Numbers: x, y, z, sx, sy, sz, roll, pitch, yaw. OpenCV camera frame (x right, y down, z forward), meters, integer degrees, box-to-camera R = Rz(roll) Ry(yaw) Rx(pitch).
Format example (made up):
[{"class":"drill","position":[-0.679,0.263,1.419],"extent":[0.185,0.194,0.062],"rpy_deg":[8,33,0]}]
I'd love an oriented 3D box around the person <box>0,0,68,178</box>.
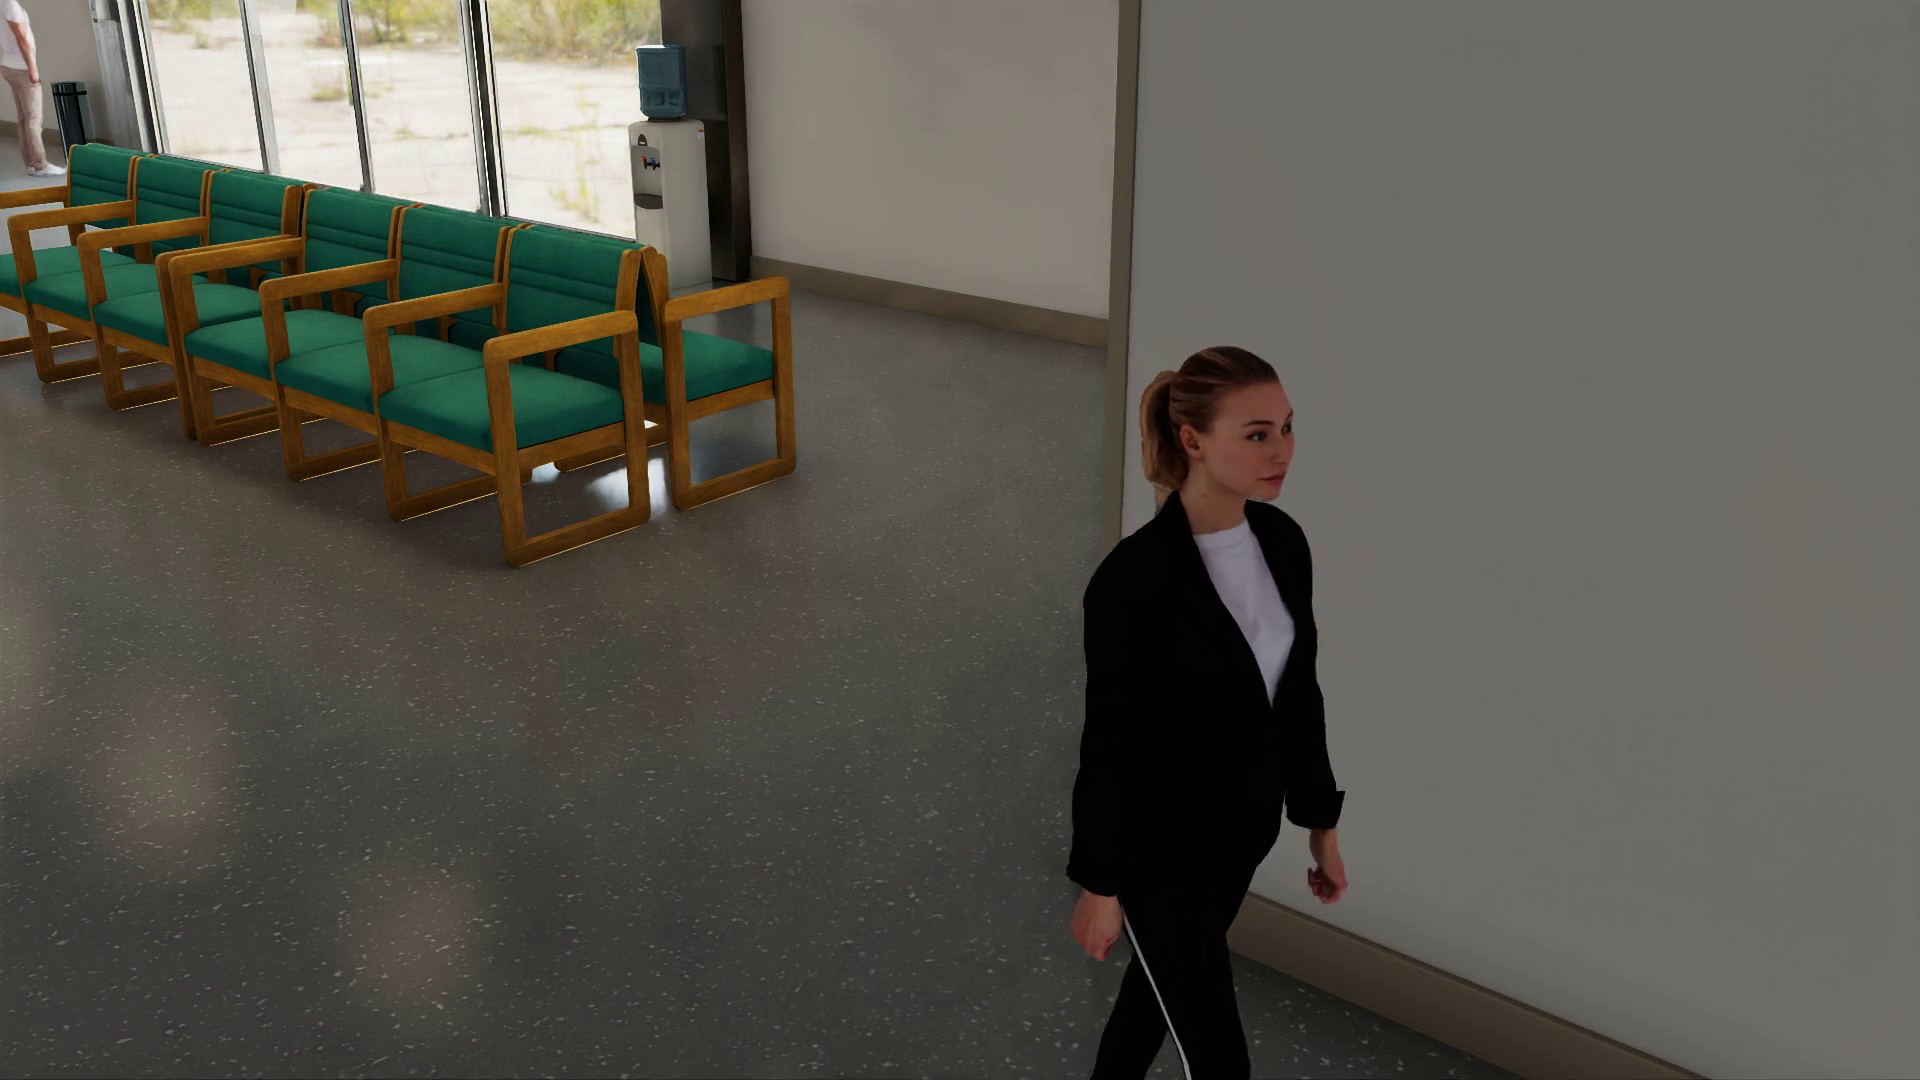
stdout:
[{"class":"person","position":[-8.472,-4.248,14.996],"extent":[0.639,1.888,0.708],"rpy_deg":[-18,27,-39]}]

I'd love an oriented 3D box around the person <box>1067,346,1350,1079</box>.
[{"class":"person","position":[0.313,0.499,2.752],"extent":[0.850,1.682,0.752],"rpy_deg":[-19,28,-41]}]
